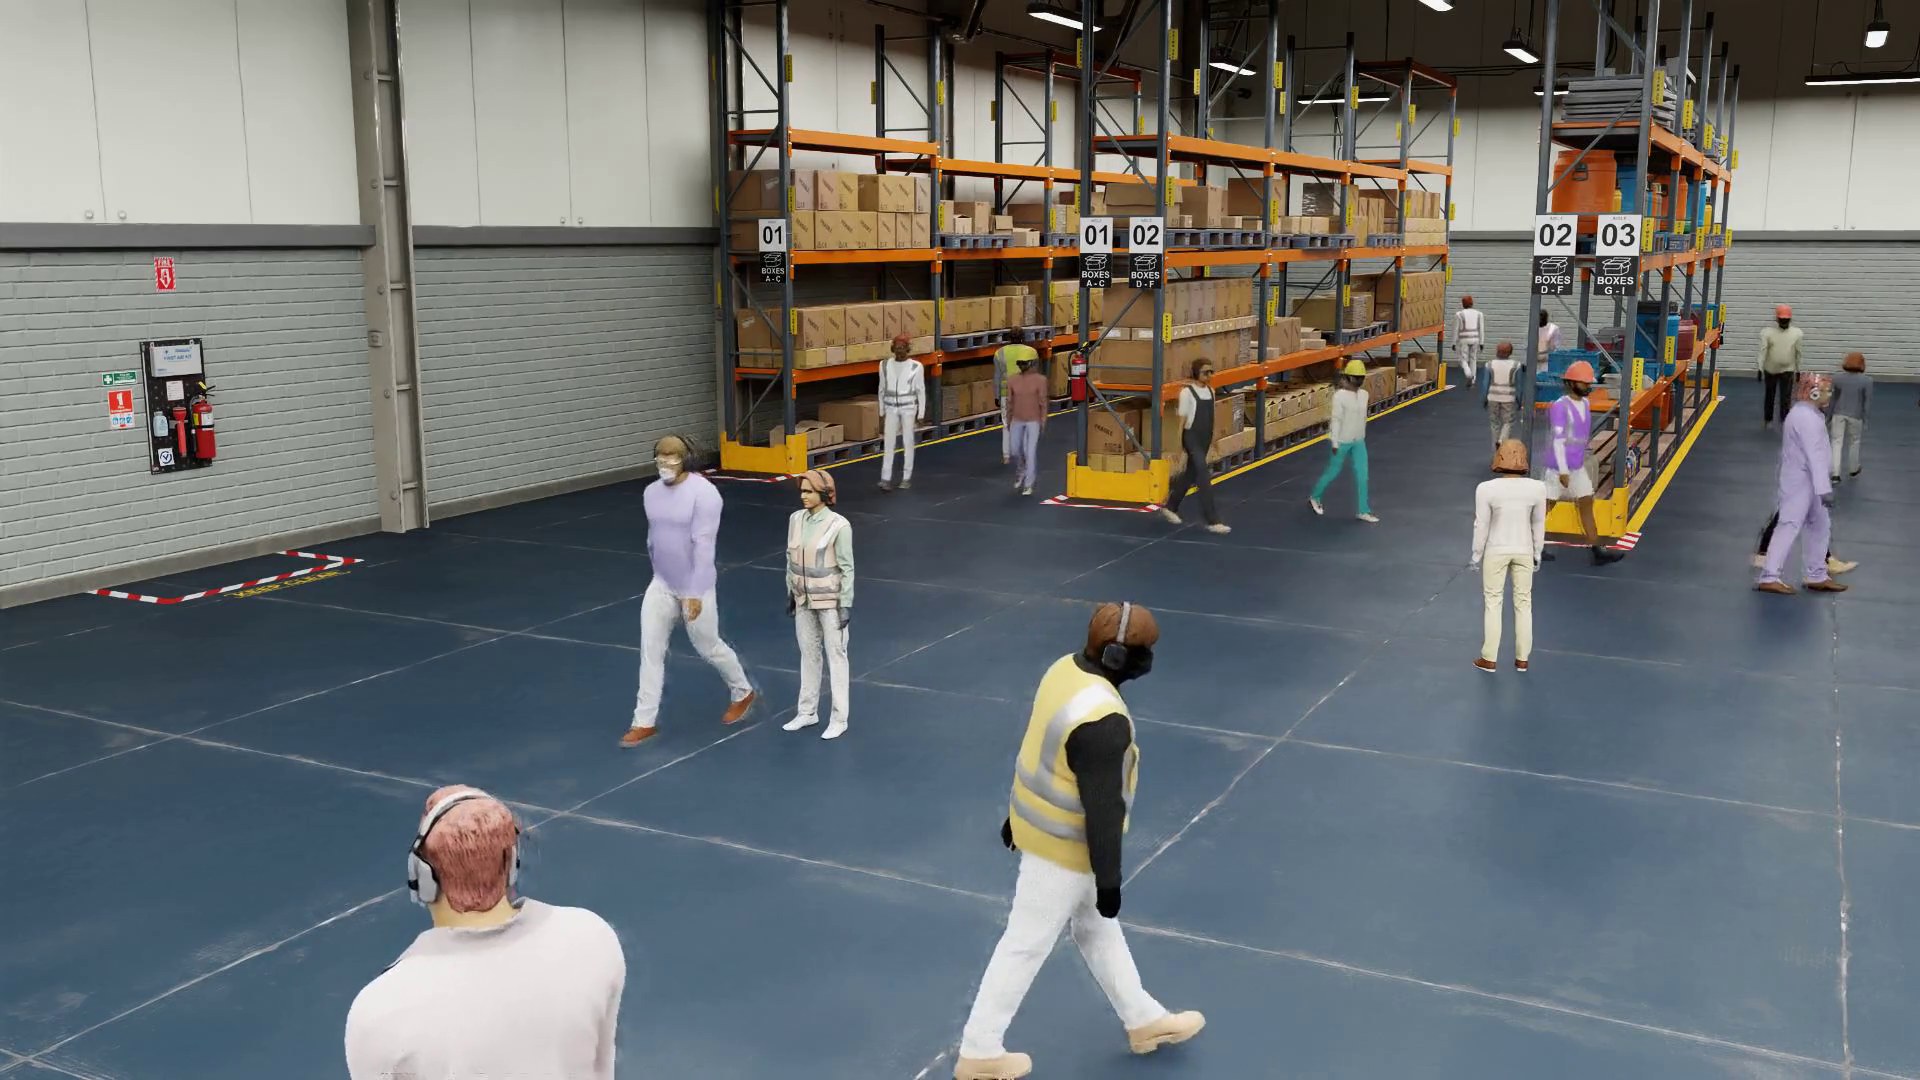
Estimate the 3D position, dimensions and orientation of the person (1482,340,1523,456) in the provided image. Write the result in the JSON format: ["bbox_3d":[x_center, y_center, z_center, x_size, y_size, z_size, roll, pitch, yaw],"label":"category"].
[{"bbox_3d":[7.319,-1.886,22.482,0.532,1.623,0.458,6,12,28],"label":"person"}]

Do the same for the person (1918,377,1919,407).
[{"bbox_3d":[12.584,-1.861,21.230,0.614,2.041,0.389,9,14,41],"label":"person"}]

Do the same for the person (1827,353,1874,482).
[{"bbox_3d":[11.015,-1.522,20.600,0.519,1.579,0.842,8,13,39],"label":"person"}]

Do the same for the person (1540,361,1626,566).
[{"bbox_3d":[5.663,-0.692,15.282,0.568,1.882,0.988,-7,13,-35],"label":"person"}]

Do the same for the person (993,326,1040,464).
[{"bbox_3d":[0.756,-1.921,22.105,0.621,1.845,0.429,1,10,4],"label":"person"}]

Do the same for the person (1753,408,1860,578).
[{"bbox_3d":[7.589,-0.496,14.848,0.872,1.642,0.546,5,12,26],"label":"person"}]

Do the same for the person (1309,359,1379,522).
[{"bbox_3d":[4.130,-1.084,17.852,0.537,1.734,0.865,-6,12,-31],"label":"person"}]

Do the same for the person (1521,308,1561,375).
[{"bbox_3d":[9.702,-2.963,27.825,0.630,1.832,0.431,9,14,40],"label":"person"}]

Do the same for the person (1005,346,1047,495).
[{"bbox_3d":[0.773,-1.395,19.491,0.524,1.755,0.394,3,11,17],"label":"person"}]

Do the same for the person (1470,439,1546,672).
[{"bbox_3d":[3.811,0.112,11.586,0.498,1.634,0.278,0,10,0],"label":"person"}]

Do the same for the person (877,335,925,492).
[{"bbox_3d":[-0.721,-1.492,19.715,0.607,1.855,0.796,2,11,13],"label":"person"}]

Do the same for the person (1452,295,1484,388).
[{"bbox_3d":[10.118,-3.922,32.965,0.635,1.862,0.614,-2,11,-10],"label":"person"}]

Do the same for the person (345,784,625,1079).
[{"bbox_3d":[-1.033,1.444,3.632,0.648,1.890,0.511,-8,13,-39],"label":"person"}]

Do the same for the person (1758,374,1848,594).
[{"bbox_3d":[7.215,-0.452,14.018,0.830,1.876,0.658,5,11,25],"label":"person"}]

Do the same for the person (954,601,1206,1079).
[{"bbox_3d":[0.428,1.081,5.957,0.987,1.765,0.657,-1,10,-5],"label":"person"}]

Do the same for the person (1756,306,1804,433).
[{"bbox_3d":[12.716,-2.648,25.817,0.655,1.935,1.036,4,11,21],"label":"person"}]

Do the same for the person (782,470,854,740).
[{"bbox_3d":[-0.851,0.385,10.081,0.514,1.642,0.314,8,13,39],"label":"person"}]

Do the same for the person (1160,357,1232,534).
[{"bbox_3d":[2.425,-1.002,17.211,0.945,1.808,0.522,10,14,43],"label":"person"}]

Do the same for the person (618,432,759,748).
[{"bbox_3d":[-1.639,0.268,10.074,0.618,1.895,0.972,7,12,32],"label":"person"}]
